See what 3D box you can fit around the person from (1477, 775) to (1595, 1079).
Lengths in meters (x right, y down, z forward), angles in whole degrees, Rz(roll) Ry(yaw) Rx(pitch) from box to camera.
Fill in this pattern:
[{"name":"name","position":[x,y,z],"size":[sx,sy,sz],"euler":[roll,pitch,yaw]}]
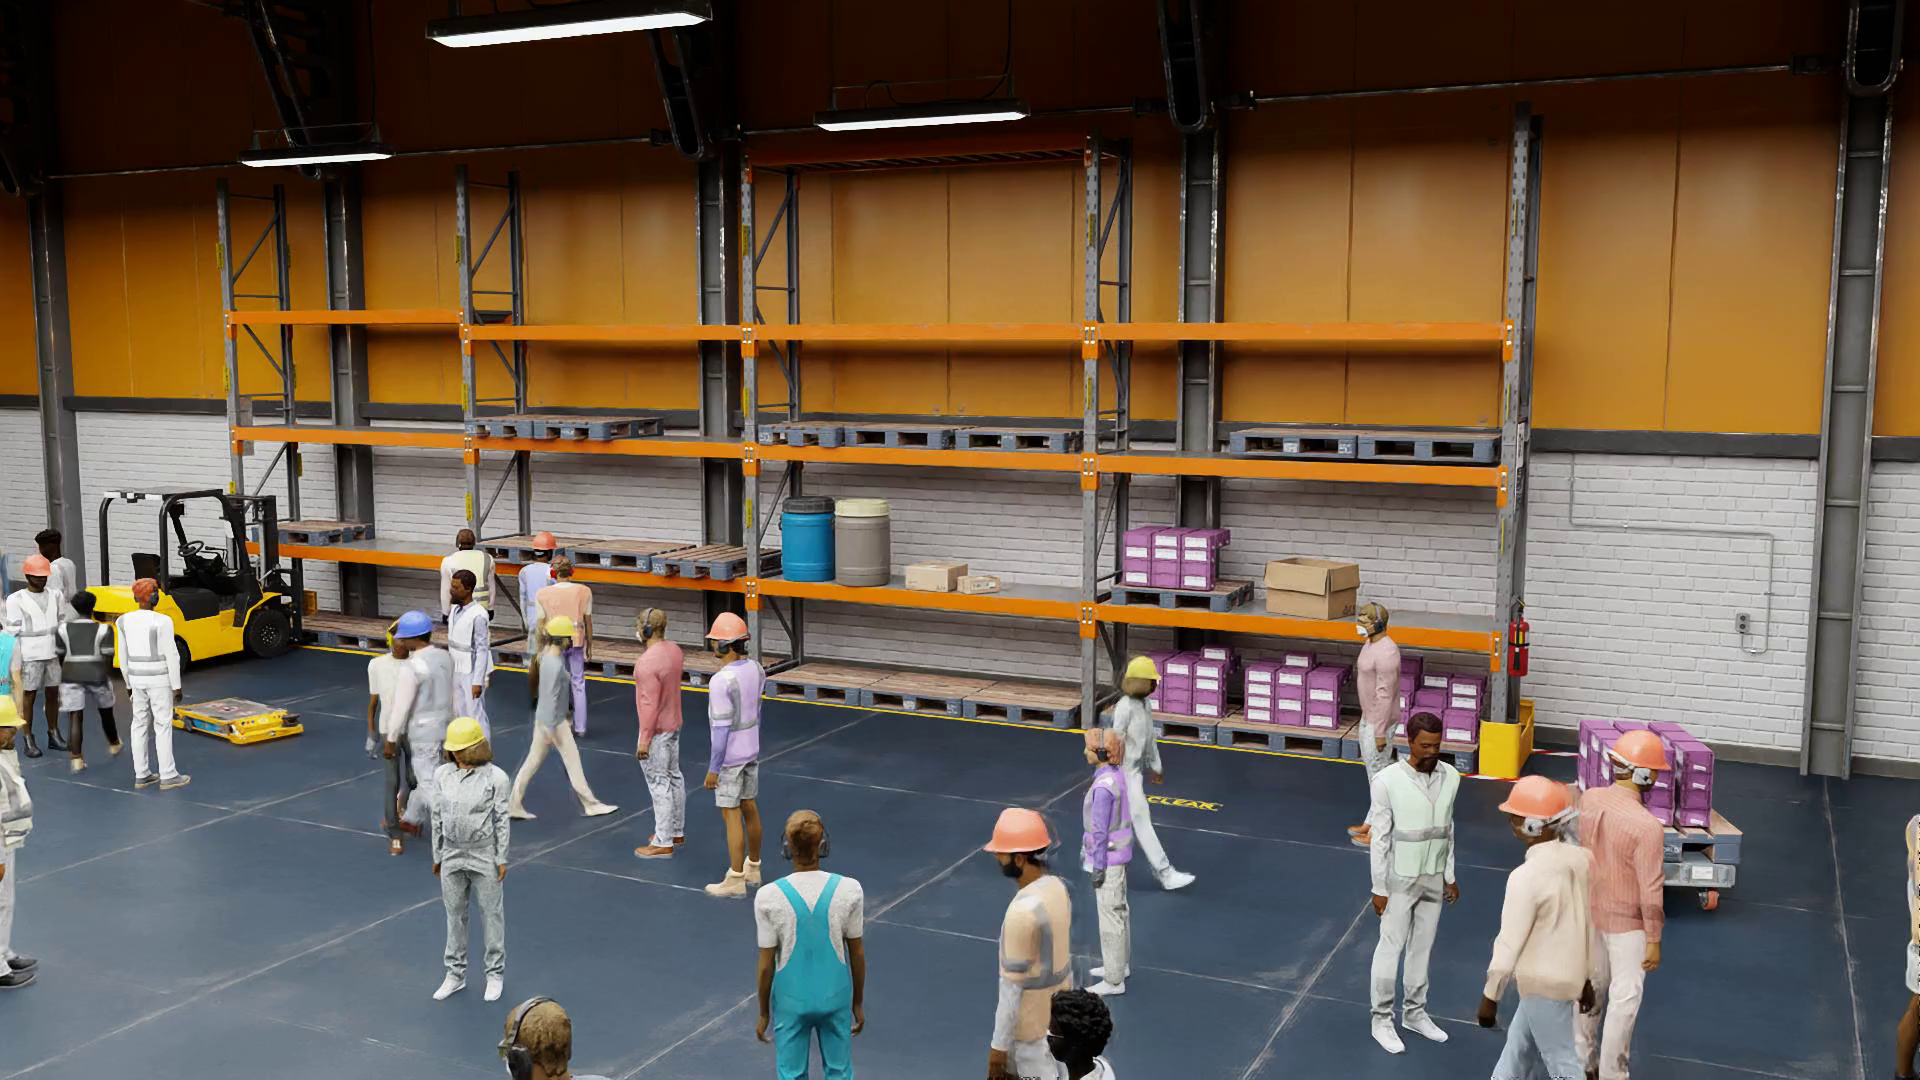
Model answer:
[{"name":"person","position":[2.704,2.072,7.865],"size":[1.035,1.933,0.639],"euler":[6,9,42]}]

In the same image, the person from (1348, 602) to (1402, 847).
[{"name":"person","position":[3.279,1.442,13.103],"size":[0.376,1.933,0.625],"euler":[1,7,4]}]

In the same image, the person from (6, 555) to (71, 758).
[{"name":"person","position":[-8.788,1.098,15.913],"size":[0.364,1.934,0.552],"euler":[4,8,31]}]

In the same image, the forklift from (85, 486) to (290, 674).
[{"name":"forklift","position":[-9.426,0.454,20.179],"size":[1.214,2.155,2.313],"euler":[3,8,26]}]

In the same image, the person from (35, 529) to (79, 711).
[{"name":"person","position":[-9.683,0.850,17.866],"size":[0.371,1.959,0.602],"euler":[-2,7,-14]}]

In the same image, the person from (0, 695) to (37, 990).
[{"name":"person","position":[-5.908,1.847,10.210],"size":[0.403,1.818,0.605],"euler":[-4,8,-27]}]

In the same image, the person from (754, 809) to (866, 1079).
[{"name":"person","position":[-0.685,2.148,7.639],"size":[0.506,1.839,0.345],"euler":[-1,7,-12]}]

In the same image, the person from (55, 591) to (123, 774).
[{"name":"person","position":[-8.114,1.288,15.484],"size":[0.536,1.646,0.836],"euler":[-2,7,-16]}]

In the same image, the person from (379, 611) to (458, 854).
[{"name":"person","position":[-4.207,1.490,12.906],"size":[0.814,1.897,0.627],"euler":[1,7,12]}]

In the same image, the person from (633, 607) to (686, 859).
[{"name":"person","position":[-2.318,1.474,12.795],"size":[0.352,1.937,0.635],"euler":[1,7,12]}]

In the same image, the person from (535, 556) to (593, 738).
[{"name":"person","position":[-3.913,1.078,16.496],"size":[0.562,1.838,0.387],"euler":[-3,8,-26]}]

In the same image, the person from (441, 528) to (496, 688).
[{"name":"person","position":[-5.584,0.786,18.883],"size":[0.625,1.843,0.429],"euler":[-5,8,-34]}]

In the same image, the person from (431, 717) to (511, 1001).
[{"name":"person","position":[-2.952,1.912,10.008],"size":[0.483,1.736,0.311],"euler":[1,7,6]}]

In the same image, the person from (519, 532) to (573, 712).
[{"name":"person","position":[-4.408,0.880,17.711],"size":[0.545,1.938,0.362],"euler":[2,7,18]}]

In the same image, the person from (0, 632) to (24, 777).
[{"name":"person","position":[-8.044,1.413,13.760],"size":[0.580,1.833,0.405],"euler":[-1,7,-10]}]

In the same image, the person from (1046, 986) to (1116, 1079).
[{"name":"person","position":[0.424,2.425,5.932],"size":[0.317,1.696,0.537],"euler":[1,7,11]}]

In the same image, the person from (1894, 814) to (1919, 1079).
[{"name":"person","position":[5.022,2.011,8.402],"size":[0.393,1.928,0.547],"euler":[-1,7,-9]}]

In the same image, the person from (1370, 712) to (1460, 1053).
[{"name":"person","position":[2.550,1.898,9.386],"size":[0.595,1.915,0.371],"euler":[-4,8,-27]}]

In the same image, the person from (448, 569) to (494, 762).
[{"name":"person","position":[-4.436,1.212,15.033],"size":[0.392,1.922,0.591],"euler":[-6,9,-41]}]

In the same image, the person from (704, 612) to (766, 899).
[{"name":"person","position":[-1.633,1.532,11.886],"size":[0.378,2.045,0.605],"euler":[3,7,22]}]

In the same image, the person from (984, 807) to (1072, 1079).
[{"name":"person","position":[0.374,2.143,7.535],"size":[0.994,1.887,0.550],"euler":[2,7,19]}]

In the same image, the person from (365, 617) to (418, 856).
[{"name":"person","position":[-4.407,1.495,13.089],"size":[0.555,1.840,0.733],"euler":[-3,7,-23]}]

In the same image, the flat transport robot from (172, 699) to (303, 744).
[{"name":"flat transport robot","position":[-7.338,1.813,16.826],"size":[1.431,0.197,0.652],"euler":[5,9,38]}]

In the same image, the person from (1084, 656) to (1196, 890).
[{"name":"person","position":[1.298,1.679,12.114],"size":[0.938,1.686,0.504],"euler":[3,8,26]}]

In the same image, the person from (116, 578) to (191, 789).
[{"name":"person","position":[-7.146,1.268,14.719],"size":[0.575,1.885,0.355],"euler":[2,7,13]}]

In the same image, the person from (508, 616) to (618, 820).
[{"name":"person","position":[-3.354,1.475,13.738],"size":[0.923,1.713,0.537],"euler":[-3,8,-23]}]

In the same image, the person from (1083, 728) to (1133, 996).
[{"name":"person","position":[0.898,1.948,10.156],"size":[0.318,1.631,0.514],"euler":[2,7,13]}]

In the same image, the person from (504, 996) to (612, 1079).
[{"name":"person","position":[-1.291,2.393,5.272],"size":[0.383,1.928,0.636],"euler":[3,8,26]}]

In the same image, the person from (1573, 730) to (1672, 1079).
[{"name":"person","position":[3.443,1.959,8.642],"size":[0.410,1.980,0.625],"euler":[-2,7,-15]}]
